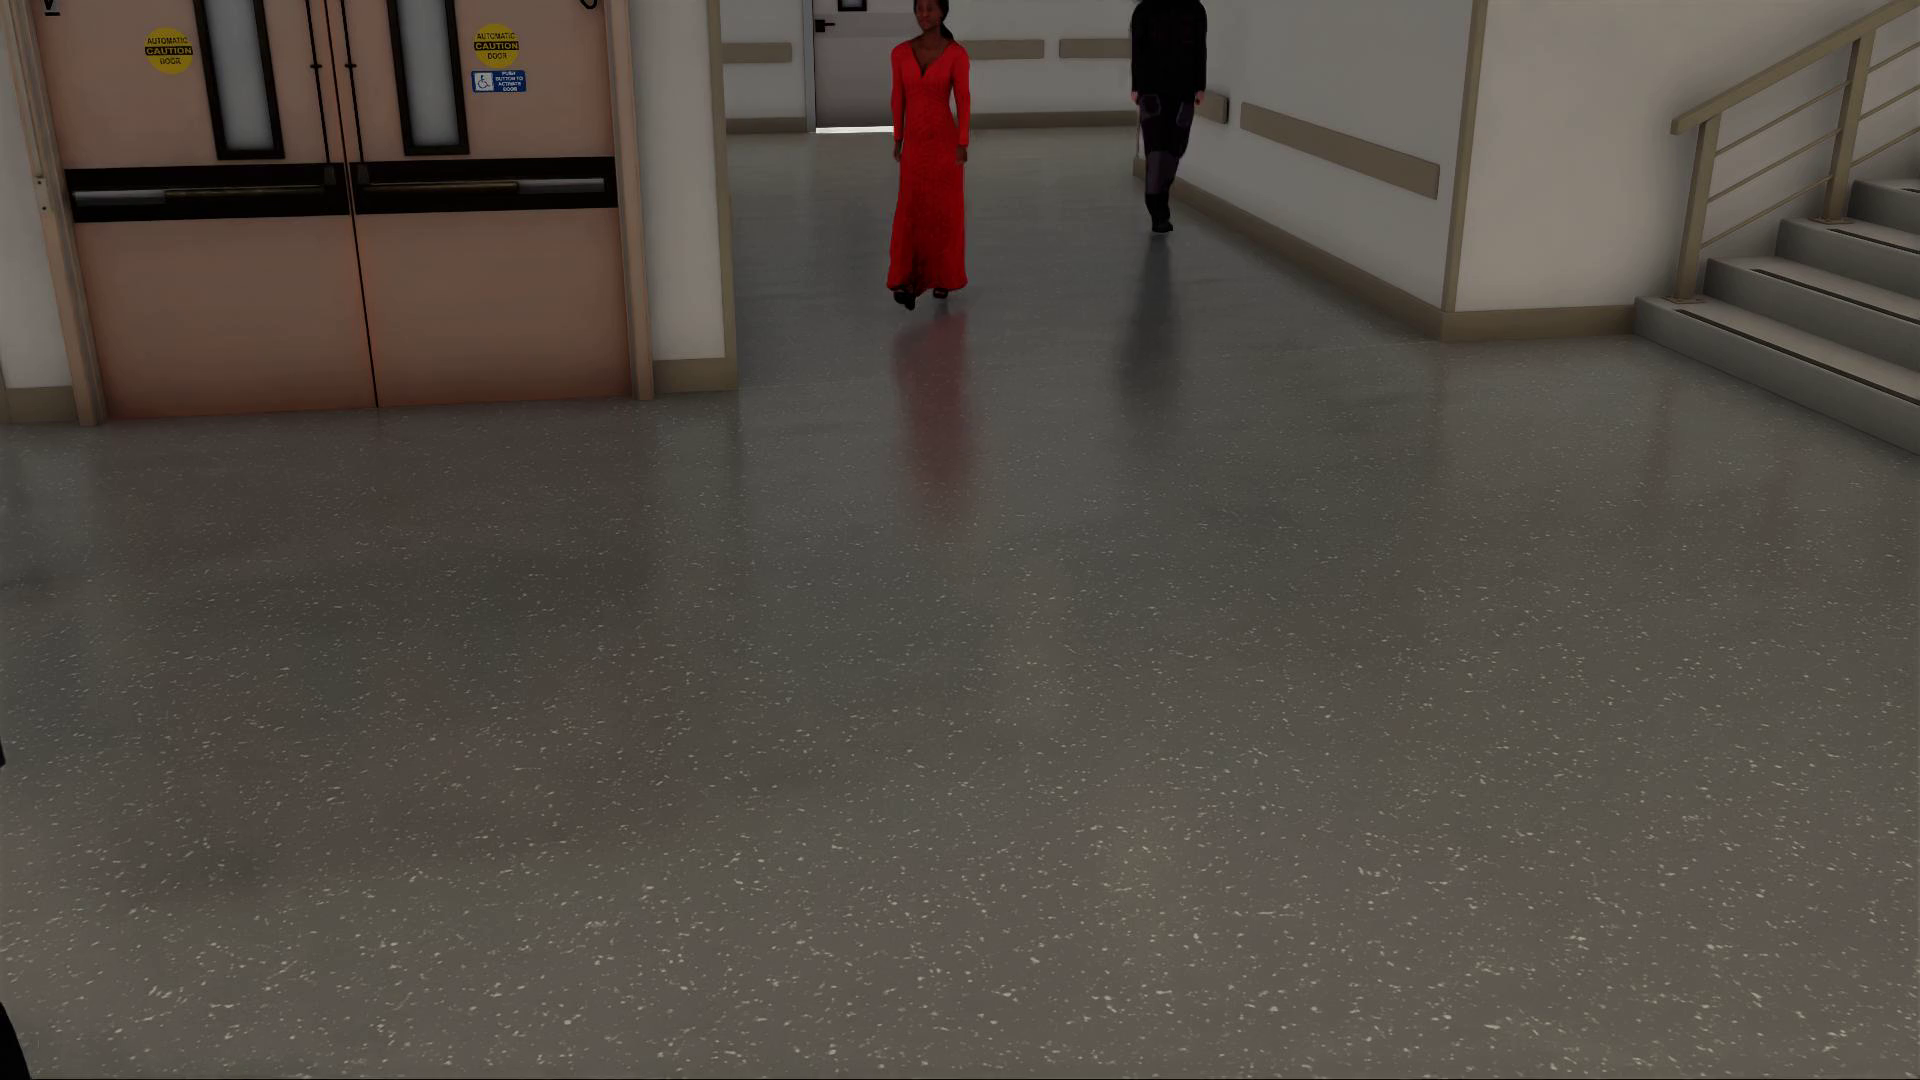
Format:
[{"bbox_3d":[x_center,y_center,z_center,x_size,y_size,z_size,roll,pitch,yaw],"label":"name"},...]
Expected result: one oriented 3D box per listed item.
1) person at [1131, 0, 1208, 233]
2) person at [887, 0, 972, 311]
[{"bbox_3d":[1.453,-3.160,11.816,1.143,1.881,0.774,-3,21,-8],"label":"person"},{"bbox_3d":[-0.125,-2.200,9.476,1.149,1.744,0.990,5,21,13],"label":"person"}]
